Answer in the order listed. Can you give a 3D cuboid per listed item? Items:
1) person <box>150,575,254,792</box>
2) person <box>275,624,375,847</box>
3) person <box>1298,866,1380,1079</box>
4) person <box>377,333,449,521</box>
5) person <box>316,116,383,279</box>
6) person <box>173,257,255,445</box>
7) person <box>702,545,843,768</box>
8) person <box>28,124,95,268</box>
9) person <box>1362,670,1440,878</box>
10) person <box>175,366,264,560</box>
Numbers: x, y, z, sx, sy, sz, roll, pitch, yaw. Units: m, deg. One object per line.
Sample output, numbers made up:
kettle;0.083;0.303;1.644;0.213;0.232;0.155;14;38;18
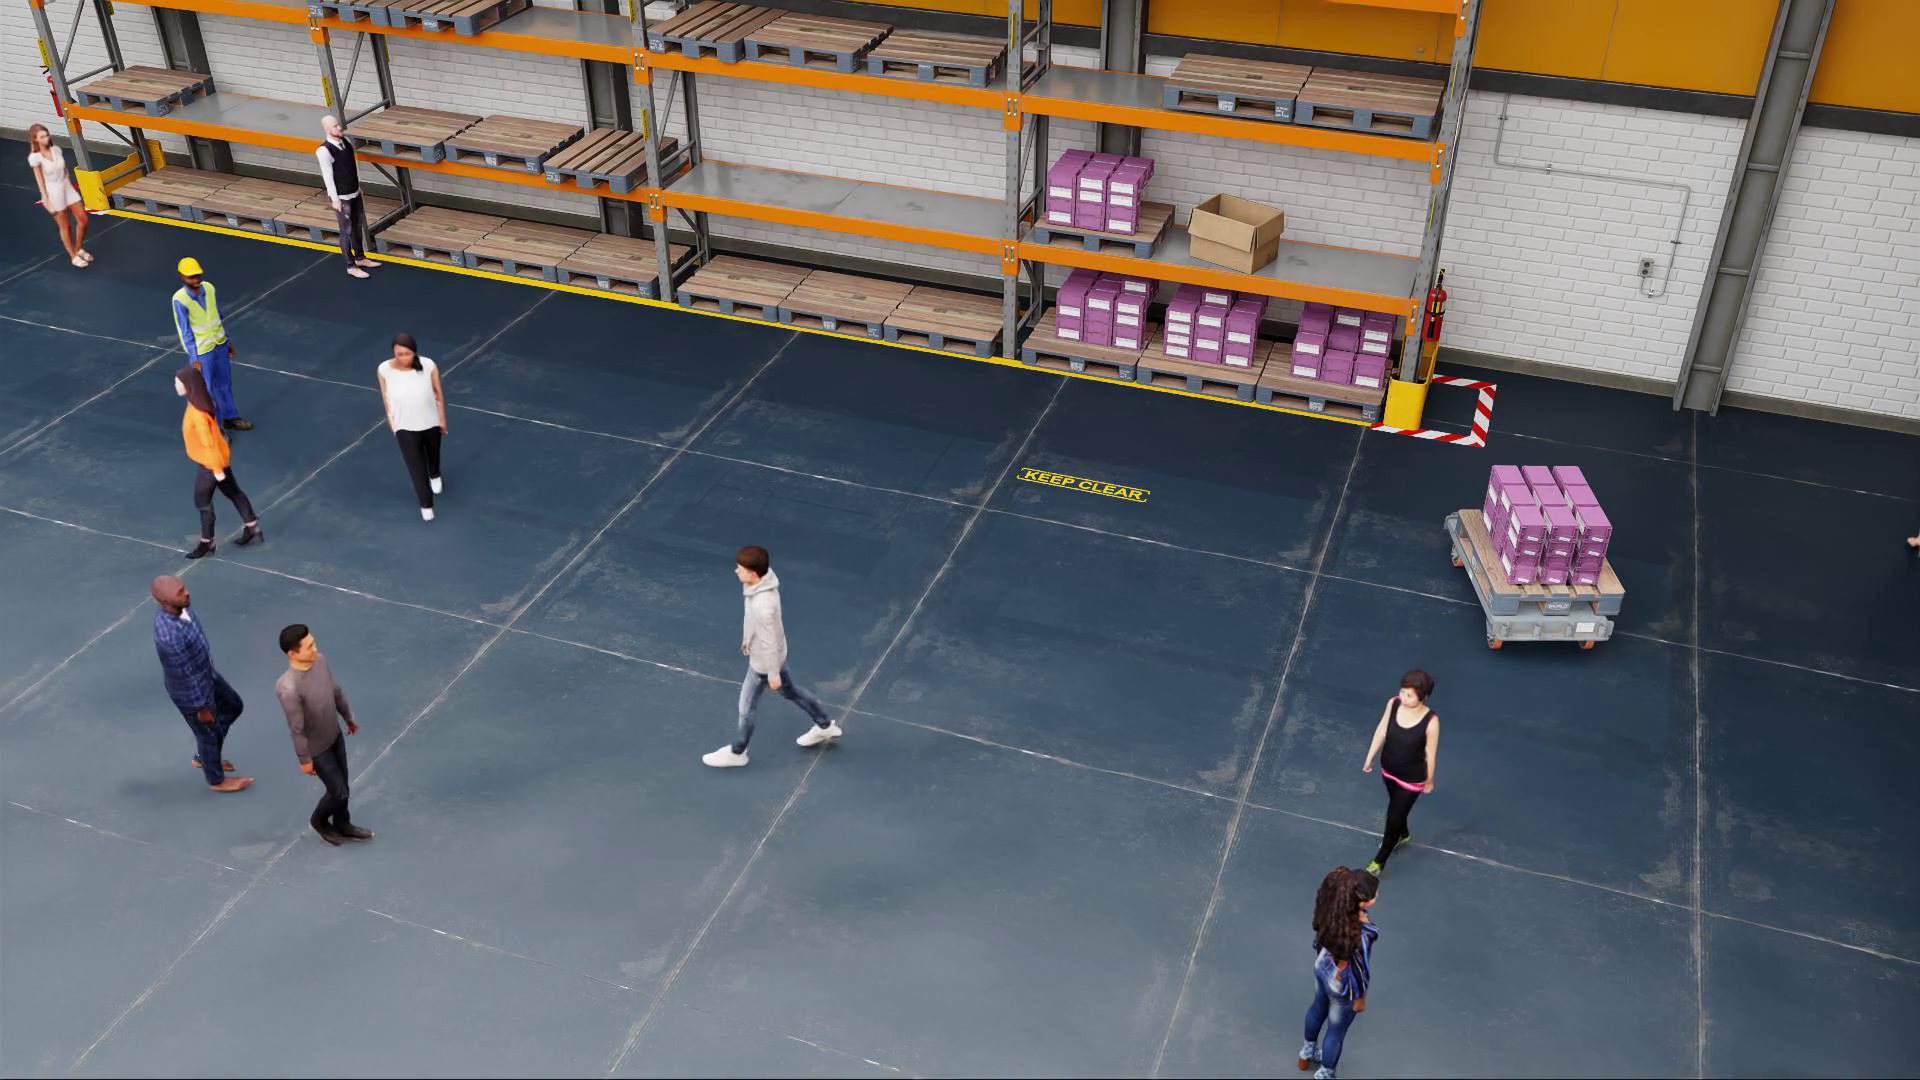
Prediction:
person;-5.287;0.990;11.317;0.854;1.806;0.819;-8;34;-12
person;-4.259;1.294;10.899;0.690;1.761;0.727;7;34;11
person;2.121;2.442;9.302;0.737;1.618;0.706;-9;35;-14
person;-4.738;-1.065;14.548;1.115;1.652;1.127;-11;35;-16
person;-6.868;-3.854;18.589;0.634;1.824;0.718;7;34;10
person;-7.018;-1.797;15.506;0.604;1.811;0.676;14;36;21
person;-1.247;0.815;11.581;1.354;1.806;1.133;-6;34;-9
person;-10.219;-3.895;18.780;0.629;1.680;0.619;16;37;23
person;2.954;1.456;10.865;0.899;1.531;0.894;-22;40;-30
person;-6.140;-0.667;13.880;0.982;1.729;0.905;-12;36;-18
